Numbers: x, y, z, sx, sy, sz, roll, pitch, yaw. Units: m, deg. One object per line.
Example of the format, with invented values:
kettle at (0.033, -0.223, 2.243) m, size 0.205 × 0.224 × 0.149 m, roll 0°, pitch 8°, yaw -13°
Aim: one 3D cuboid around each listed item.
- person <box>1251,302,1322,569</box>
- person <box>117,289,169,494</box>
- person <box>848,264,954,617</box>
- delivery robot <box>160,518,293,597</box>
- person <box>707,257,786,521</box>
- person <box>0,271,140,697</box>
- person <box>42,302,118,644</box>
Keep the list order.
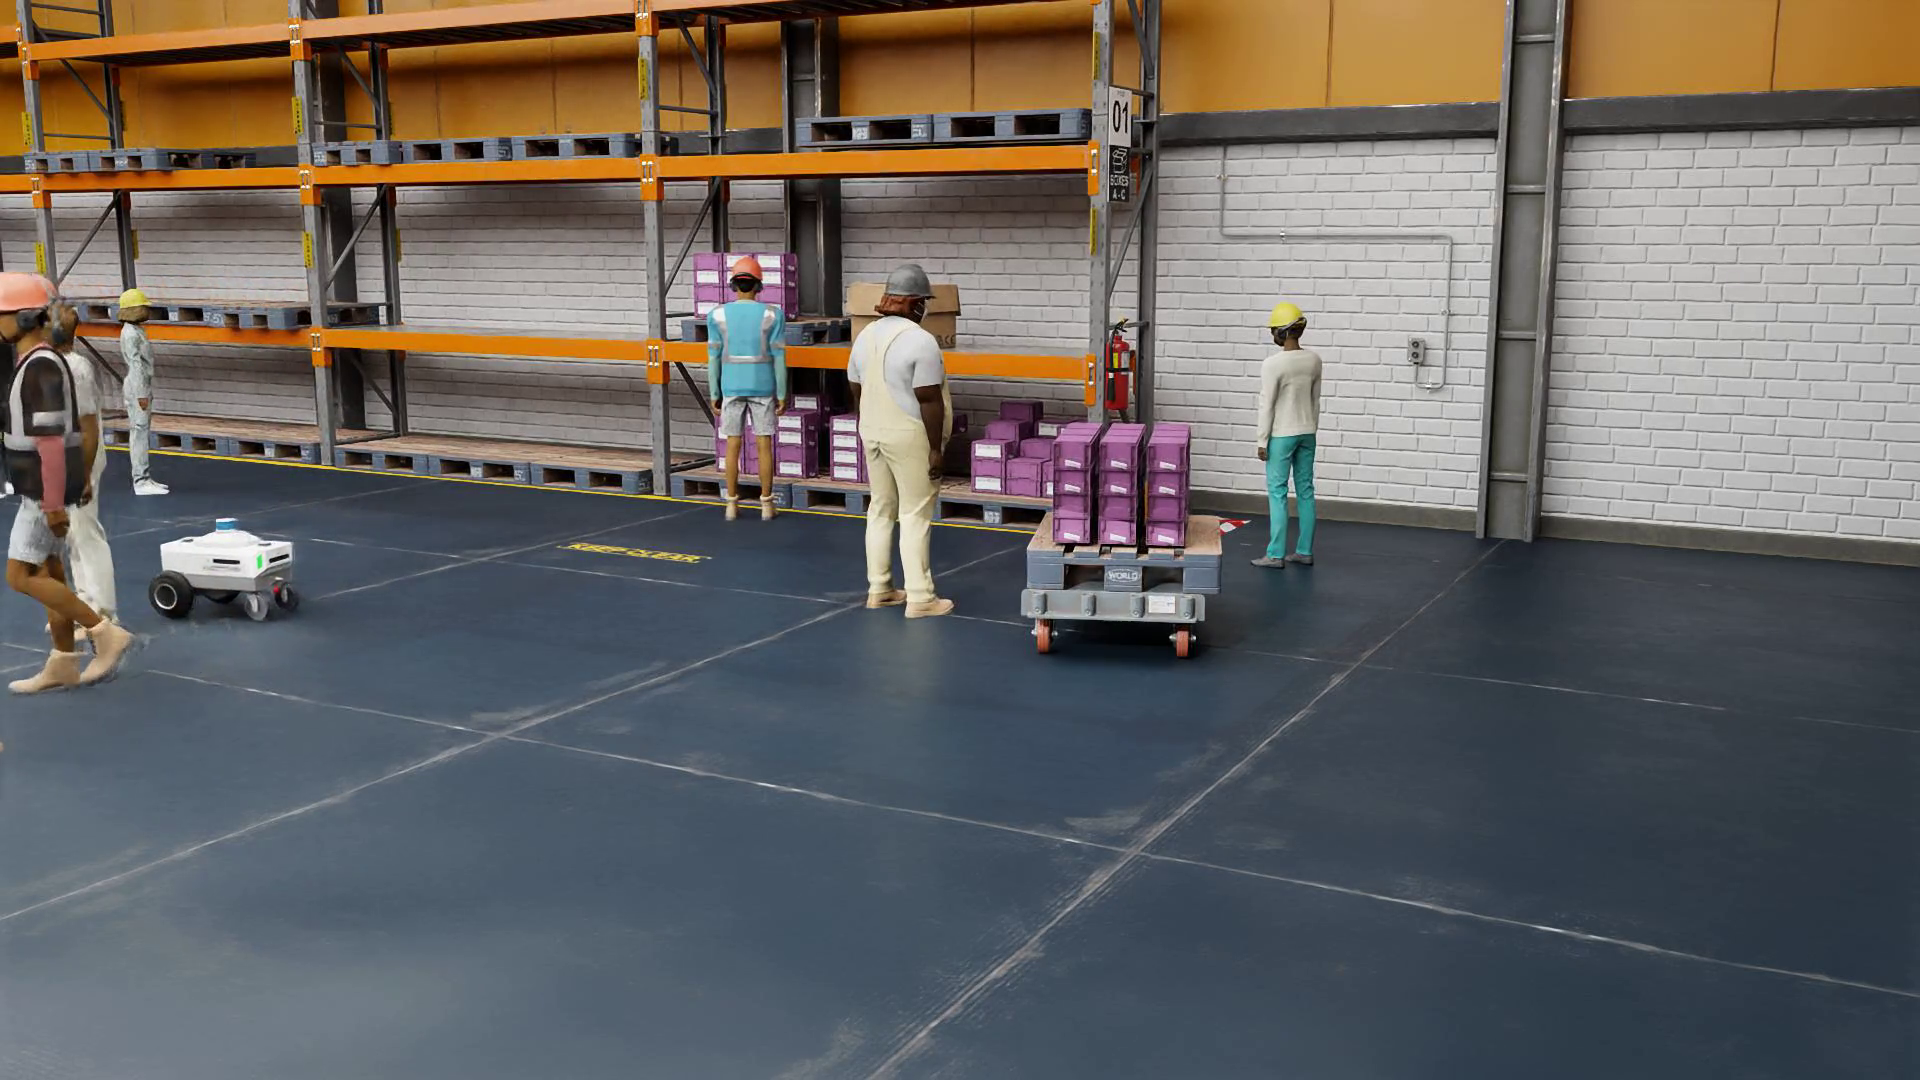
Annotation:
person at (2.159, -0.683, 11.001) m, size 0.524 × 1.761 × 0.340 m, roll -7°, pitch 12°, yaw -32°
person at (-6.981, -1.261, 14.200) m, size 0.289 × 1.746 × 0.487 m, roll -5°, pitch 11°, yaw -25°
person at (-0.293, -0.586, 9.685) m, size 0.536 × 2.000 × 0.688 m, roll -9°, pitch 14°, yaw -42°
delivery robot at (-4.247, 0.117, 9.647) m, size 0.707 × 0.478 × 0.477 m, roll 3°, pitch 11°, yaw 14°
person at (-1.642, -1.162, 12.869) m, size 0.608 × 2.034 × 0.408 m, roll 0°, pitch 10°, yaw 0°
person at (-4.319, -0.251, 7.880) m, size 0.475 × 2.026 × 0.614 m, roll -5°, pitch 12°, yaw -26°
person at (-4.814, -0.365, 9.008) m, size 0.332 × 1.844 × 0.516 m, roll -9°, pitch 14°, yaw -42°
